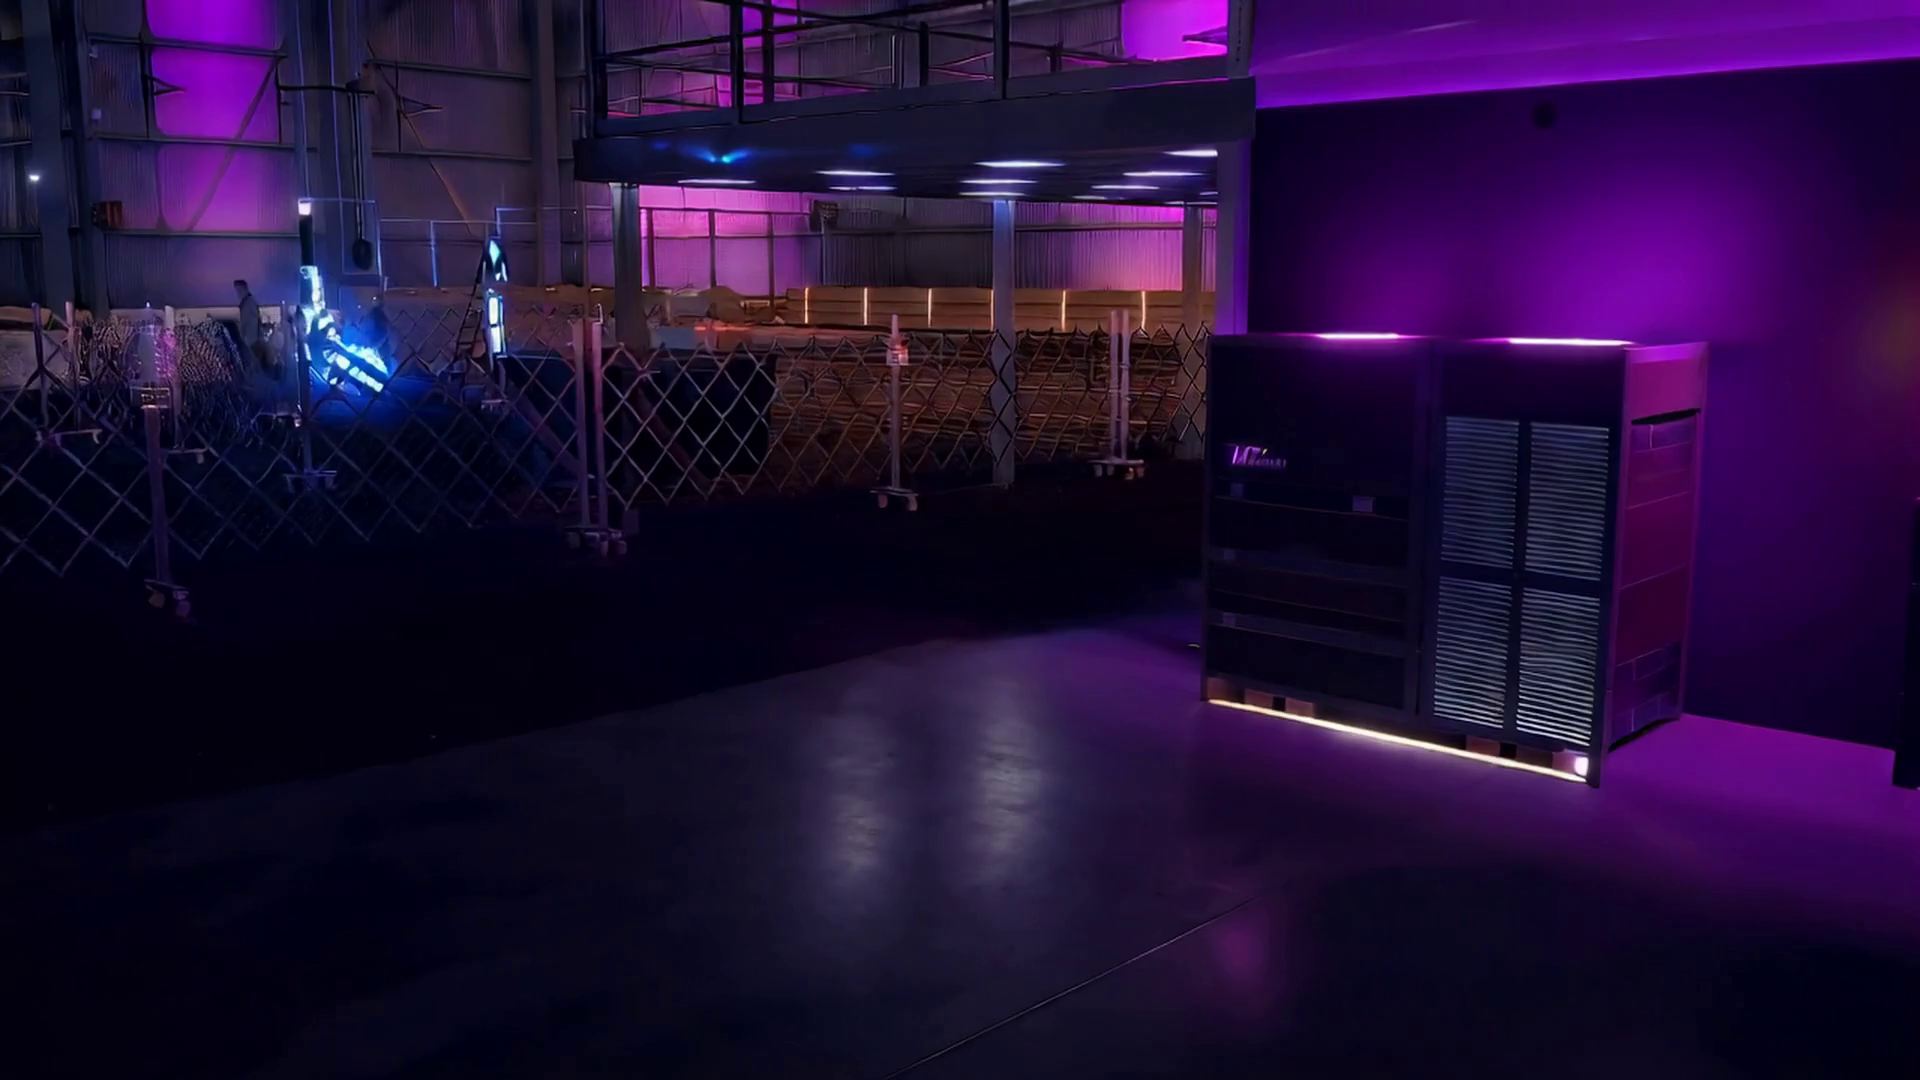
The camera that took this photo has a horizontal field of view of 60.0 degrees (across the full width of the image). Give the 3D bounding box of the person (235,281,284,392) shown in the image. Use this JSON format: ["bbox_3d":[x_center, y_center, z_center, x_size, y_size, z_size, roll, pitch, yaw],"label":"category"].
[{"bbox_3d":[-11.877,-3.433,28.053,0.678,1.881,0.677,-2,10,-13],"label":"person"}]
